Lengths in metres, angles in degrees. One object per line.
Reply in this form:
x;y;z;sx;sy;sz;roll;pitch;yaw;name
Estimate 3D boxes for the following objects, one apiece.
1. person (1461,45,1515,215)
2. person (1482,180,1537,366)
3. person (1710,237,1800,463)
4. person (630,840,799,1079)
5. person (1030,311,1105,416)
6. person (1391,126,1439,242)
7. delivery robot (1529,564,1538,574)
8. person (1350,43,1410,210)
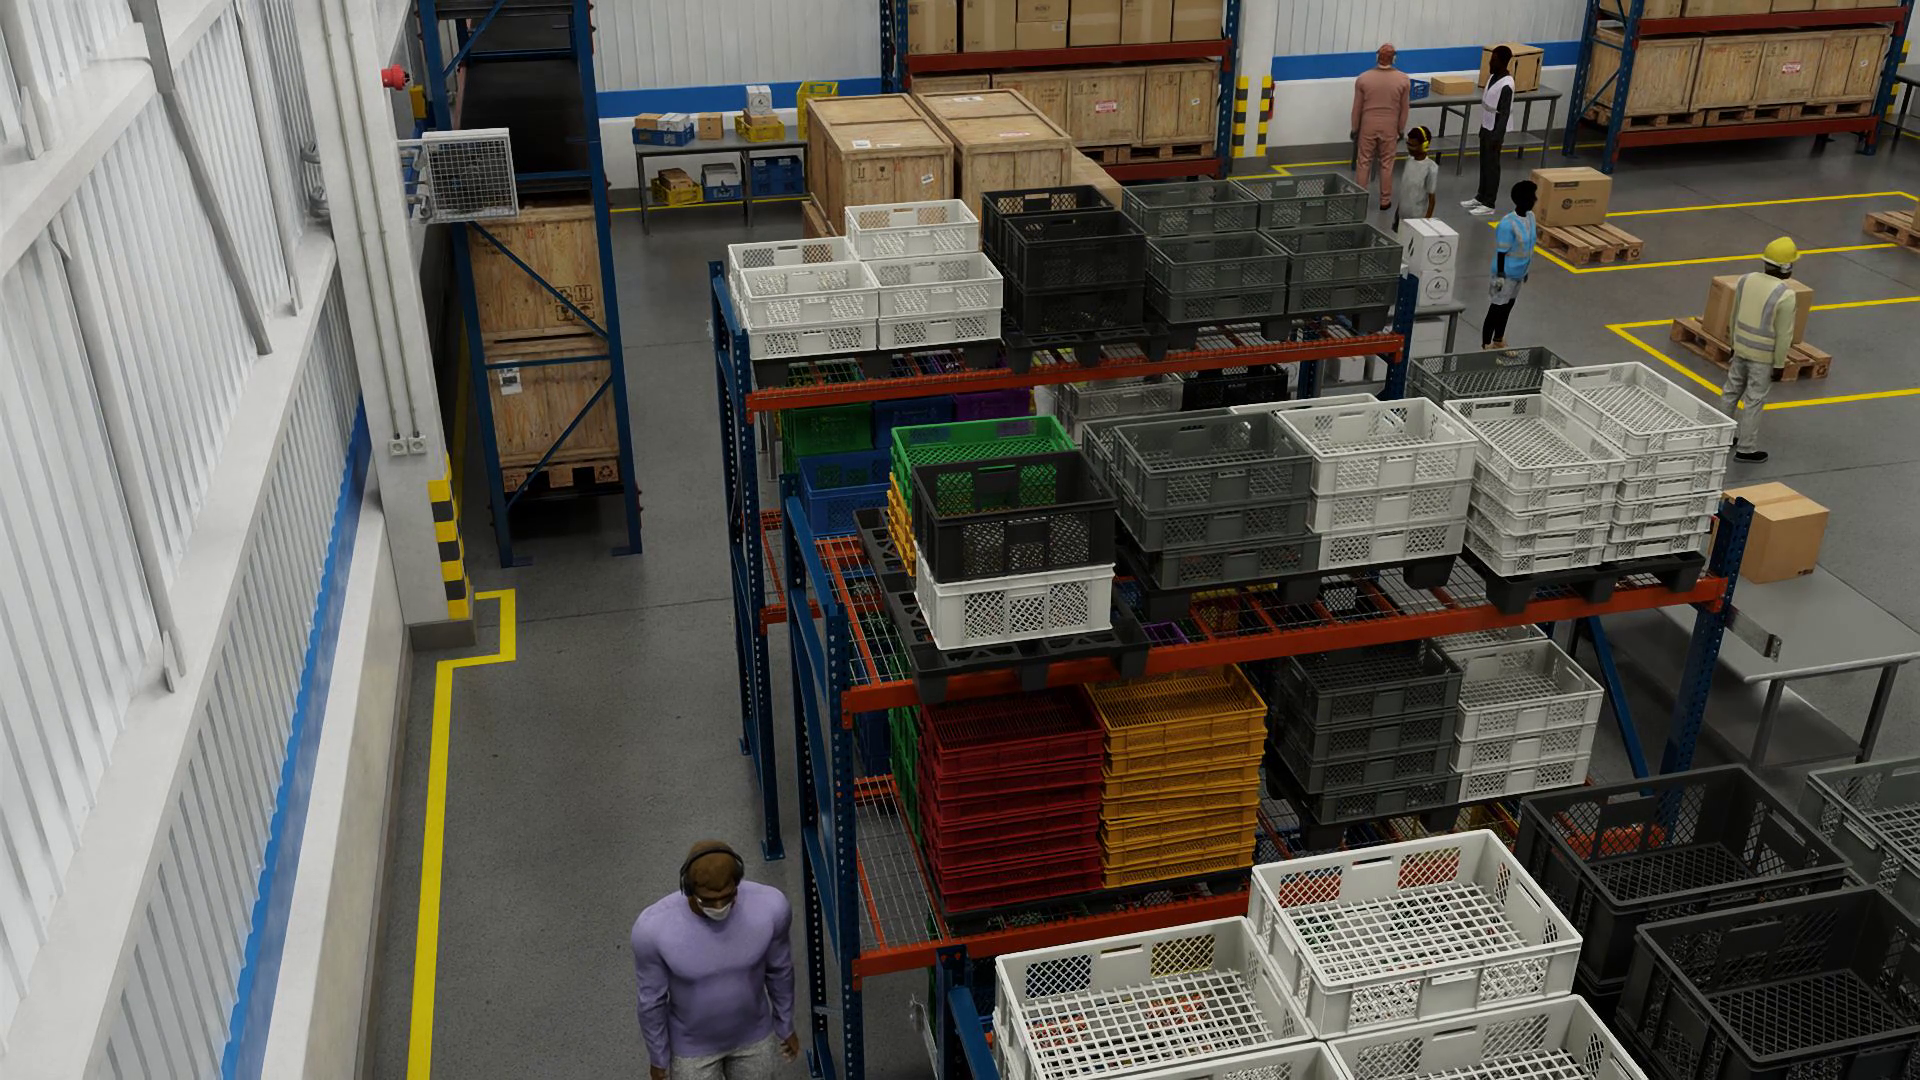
6.180;-4.749;19.274;0.392;1.919;0.591;-1;28;-1;person
5.005;-2.432;15.112;0.319;1.697;0.532;24;36;38;person
6.356;-1.513;13.219;0.404;1.837;0.592;-9;29;-16;person
-0.933;1.954;6.538;0.627;1.936;0.372;-10;29;-18;person
0.772;-1.236;12.690;0.631;1.842;0.428;15;31;26;person
4.392;-3.105;16.212;0.328;1.865;0.517;-11;30;-19;person
4.282;0.044;11.534;0.707;0.478;0.477;-9;29;-17;delivery robot
4.885;-4.818;19.415;0.639;1.911;0.402;6;28;12;person
